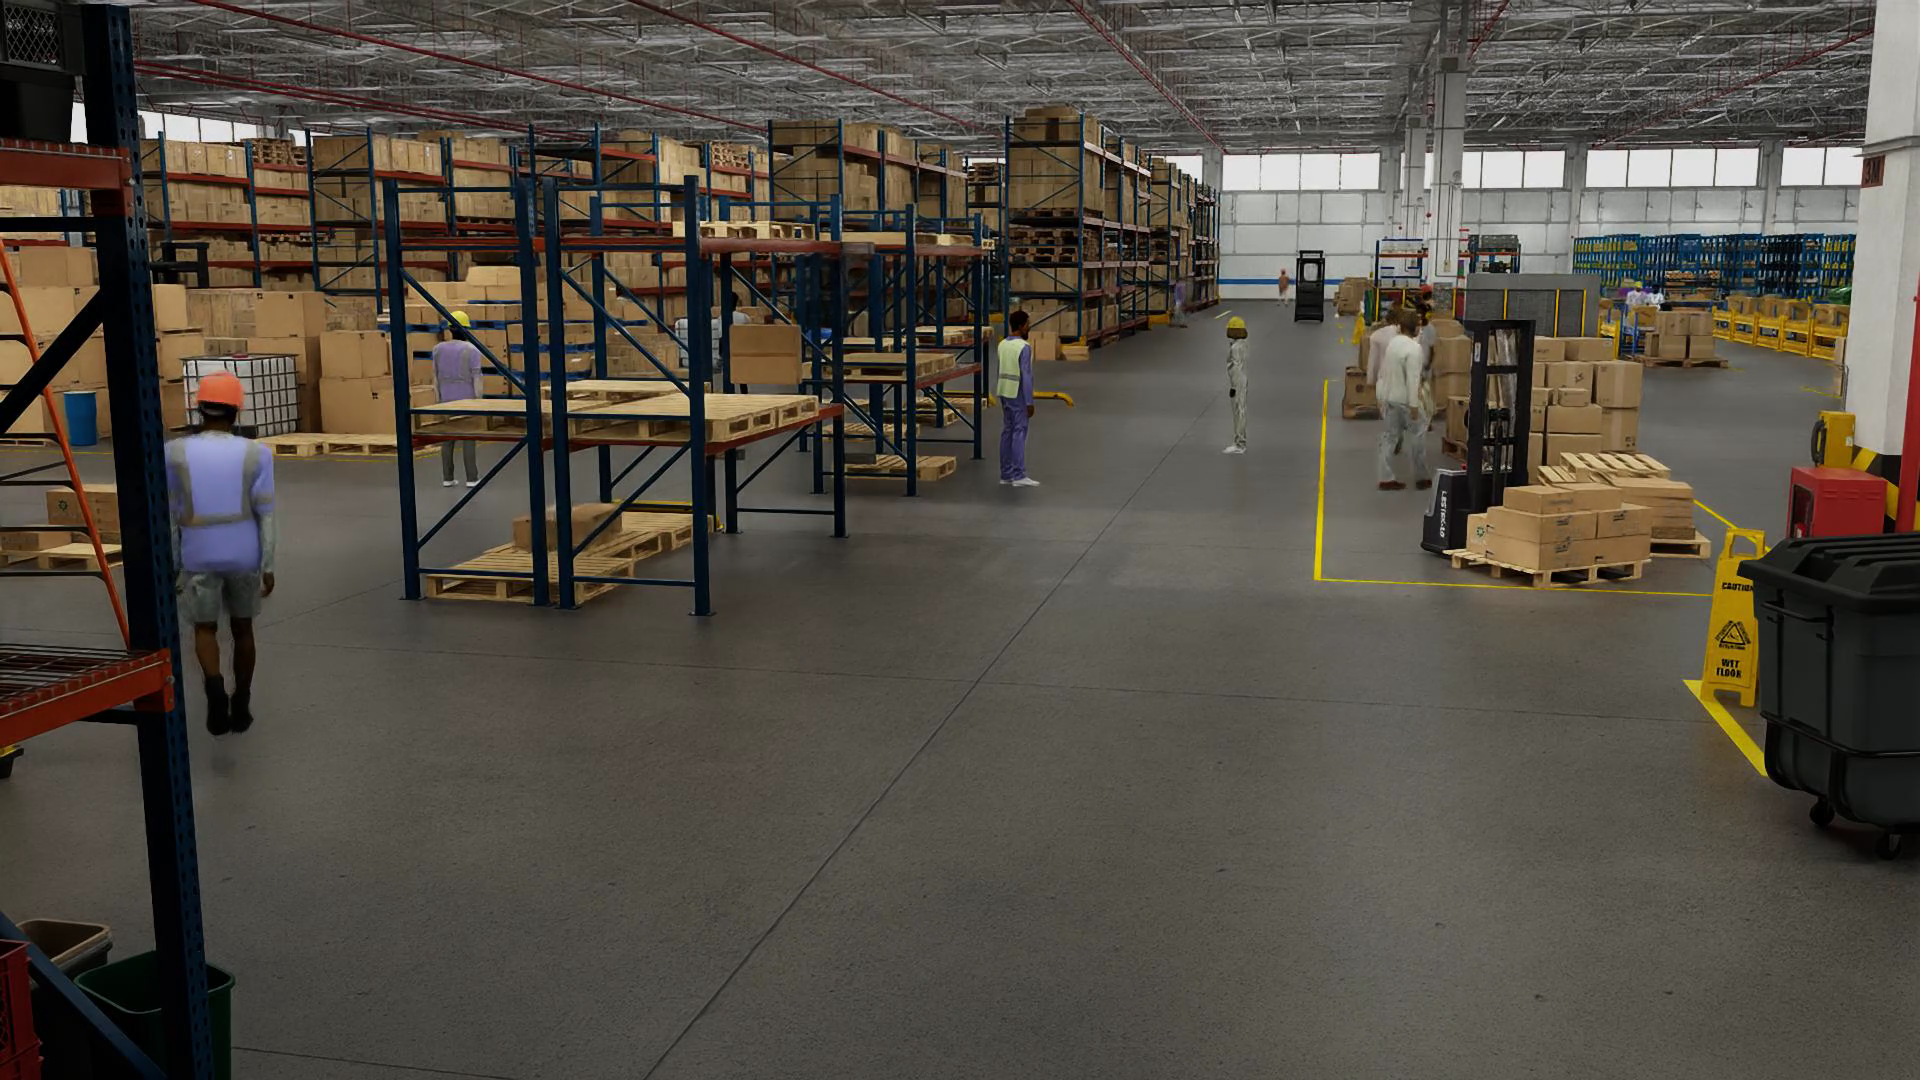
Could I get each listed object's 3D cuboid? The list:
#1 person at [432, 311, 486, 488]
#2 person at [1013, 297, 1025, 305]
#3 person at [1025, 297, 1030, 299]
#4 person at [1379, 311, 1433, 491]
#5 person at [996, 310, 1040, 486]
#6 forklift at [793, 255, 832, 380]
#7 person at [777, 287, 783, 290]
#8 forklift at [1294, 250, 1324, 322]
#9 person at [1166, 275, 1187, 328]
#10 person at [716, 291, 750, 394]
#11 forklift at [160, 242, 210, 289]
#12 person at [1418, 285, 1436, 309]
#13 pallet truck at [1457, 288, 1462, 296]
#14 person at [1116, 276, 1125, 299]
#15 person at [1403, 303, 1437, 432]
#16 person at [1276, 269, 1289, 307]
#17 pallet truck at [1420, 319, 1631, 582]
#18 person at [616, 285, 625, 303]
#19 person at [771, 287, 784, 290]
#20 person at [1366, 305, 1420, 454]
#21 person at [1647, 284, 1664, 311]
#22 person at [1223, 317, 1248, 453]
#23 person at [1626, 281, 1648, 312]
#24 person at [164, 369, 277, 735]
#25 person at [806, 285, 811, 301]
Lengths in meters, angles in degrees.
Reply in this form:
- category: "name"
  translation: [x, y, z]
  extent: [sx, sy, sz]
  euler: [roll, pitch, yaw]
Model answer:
- category: "person"
  translation: [-5.439, -1.526, 18.106]
  extent: [0.585, 1.918, 0.409]
  euler: [2, 10, 14]
- category: "person"
  translation: [2.324, -9.228, 64.674]
  extent: [0.507, 1.582, 0.897]
  euler: [8, 13, 41]
- category: "person"
  translation: [2.282, -7.100, 51.828]
  extent: [0.570, 1.665, 0.537]
  euler: [-2, 10, -9]
- category: "person"
  translation: [4.861, -1.474, 17.777]
  extent: [0.803, 1.914, 0.655]
  euler: [-3, 10, -15]
- category: "person"
  translation: [0.613, -1.545, 18.196]
  extent: [0.377, 1.917, 0.599]
  euler: [-5, 11, -30]
- category: "forklift"
  translation: [-2.859, -4.568, 33.258]
  extent: [1.129, 2.768, 1.873]
  euler: [2, 10, 12]
- category: "person"
  translation: [-7.621, -10.230, 70.470]
  extent: [0.280, 1.634, 0.498]
  euler: [4, 10, 20]
- category: "forklift"
  translation: [13.778, -10.002, 65.433]
  extent: [1.129, 2.768, 1.873]
  euler: [2, 10, 12]
- category: "person"
  translation: [7.789, -8.590, 59.968]
  extent: [0.936, 1.895, 0.639]
  euler: [-2, 10, -10]
- category: "person"
  translation: [-3.628, -2.987, 26.594]
  extent: [0.603, 1.966, 0.368]
  euler: [-9, 13, -44]
- category: "forklift"
  translation: [-16.063, -4.810, 34.690]
  extent: [1.129, 2.768, 1.873]
  euler: [2, 10, 12]
- category: "person"
  translation: [10.266, -4.653, 36.631]
  extent: [0.463, 1.914, 0.538]
  euler: [1, 10, 7]
- category: "pallet truck"
  translation: [20.506, -9.785, 68.819]
  extent: [0.653, 1.274, 1.630]
  euler: [2, 10, 12]
- category: "person"
  translation: [8.710, -13.780, 90.671]
  extent: [0.544, 1.919, 0.577]
  euler: [-1, 10, -5]
- category: "person"
  translation: [6.512, -2.447, 23.739]
  extent: [0.688, 1.846, 0.534]
  euler: [-4, 10, -20]
- category: "person"
  translation: [16.859, -13.137, 86.696]
  extent: [0.618, 1.964, 0.871]
  euler: [-3, 10, -15]
- category: "pallet truck"
  translation: [4.543, -0.757, 13.299]
  extent: [0.823, 1.965, 1.885]
  euler: [-4, 10, -22]
- category: "person"
  translation: [-8.364, -5.340, 40.873]
  extent: [0.446, 1.852, 0.515]
  euler: [5, 11, 26]
- category: "person"
  translation: [-7.885, -10.588, 71.899]
  extent: [0.547, 1.874, 1.006]
  euler: [3, 10, 17]
- category: "person"
  translation: [5.550, -2.051, 21.247]
  extent: [0.641, 1.908, 0.890]
  euler: [-1, 10, -4]
- category: "person"
  translation: [22.410, -7.407, 53.660]
  extent: [0.557, 1.649, 0.847]
  euler: [3, 10, 16]
- category: "person"
  translation: [3.530, -1.980, 21.292]
  extent: [0.305, 1.745, 0.483]
  euler: [3, 10, 19]
- category: "person"
  translation: [20.669, -7.001, 50.780]
  extent: [0.624, 1.819, 0.412]
  euler: [3, 10, 16]
- category: "person"
  translation: [-3.788, 0.089, 8.532]
  extent: [0.559, 1.917, 0.611]
  euler: [-4, 10, -22]
- category: "person"
  translation: [-5.077, -8.267, 58.113]
  extent: [0.598, 1.889, 0.852]
  euler: [-1, 10, -8]
